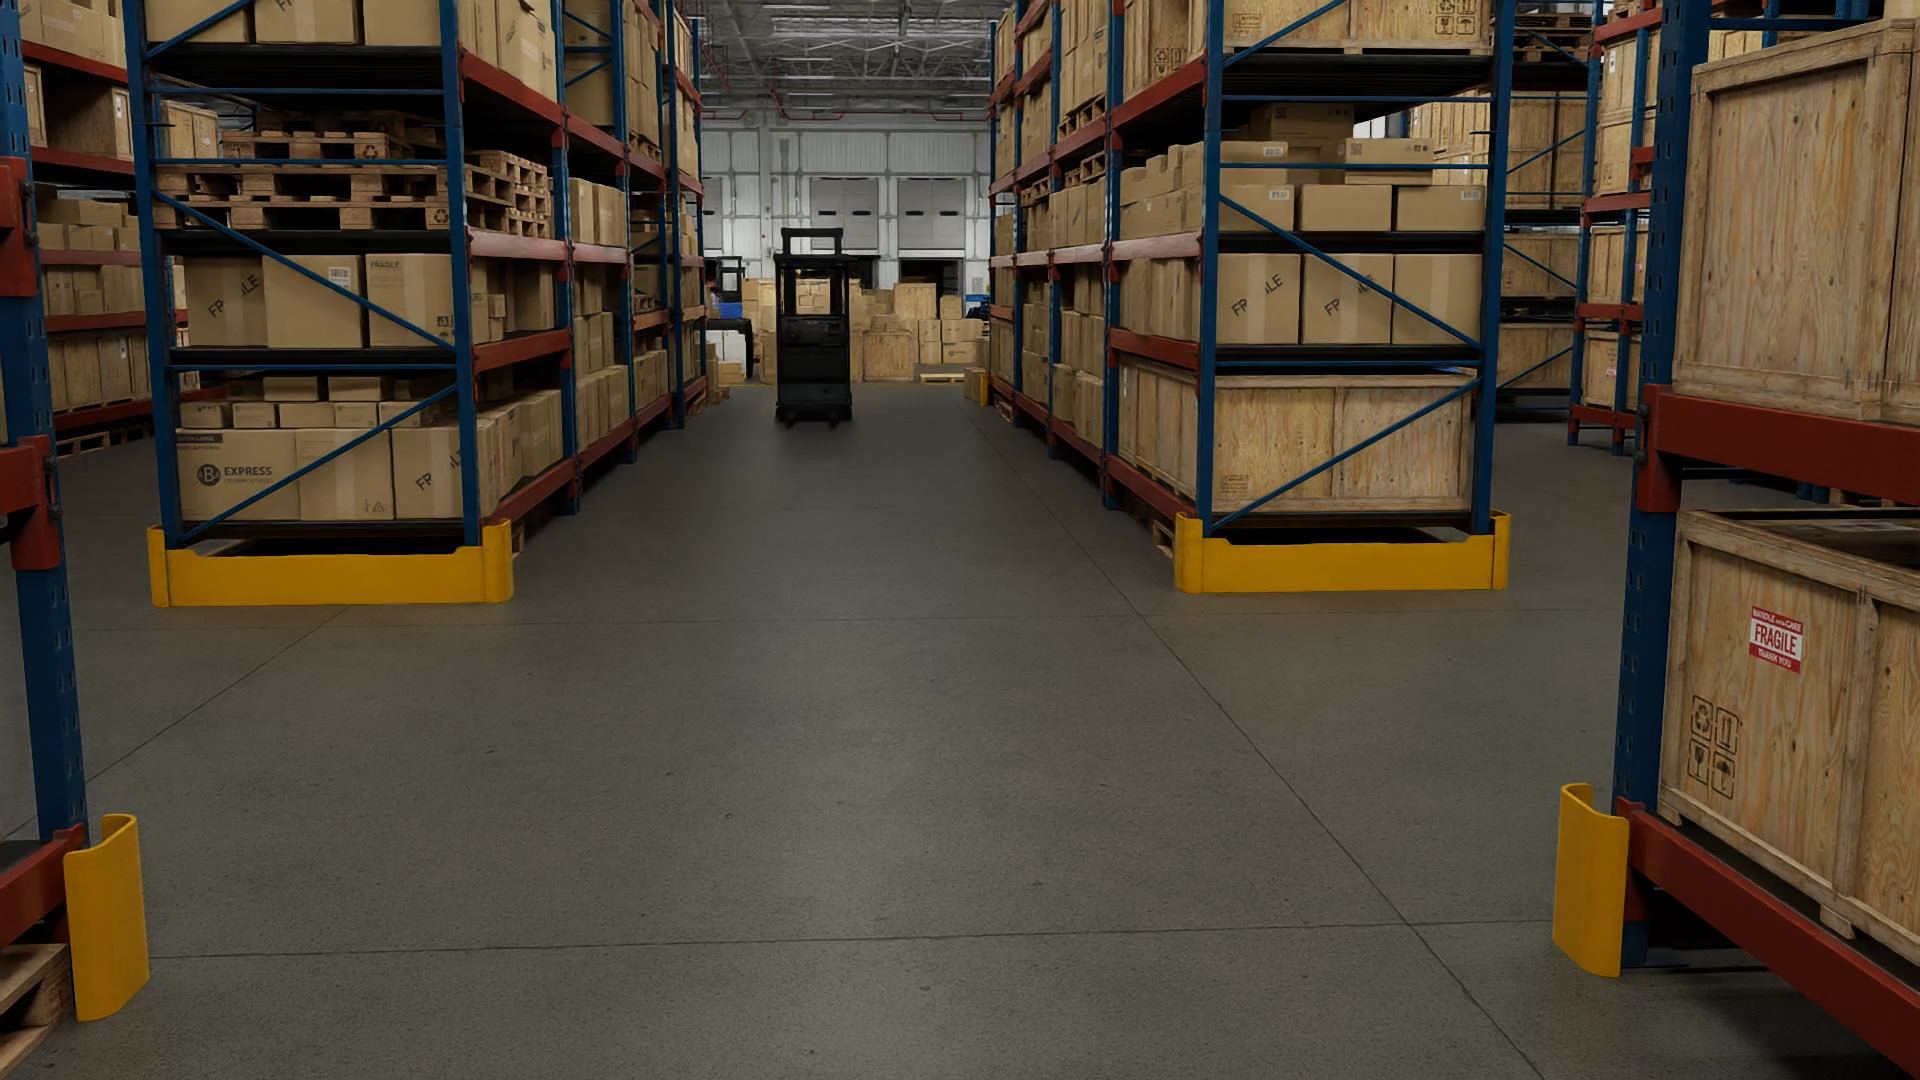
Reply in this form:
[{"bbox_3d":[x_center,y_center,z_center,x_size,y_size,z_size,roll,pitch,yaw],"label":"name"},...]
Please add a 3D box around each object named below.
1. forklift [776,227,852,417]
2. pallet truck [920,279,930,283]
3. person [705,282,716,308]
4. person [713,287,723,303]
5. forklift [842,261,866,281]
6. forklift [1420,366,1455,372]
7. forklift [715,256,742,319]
[{"bbox_3d":[-2.210,-3.306,25.087,1.129,2.768,1.873,-1,9,-4],"label":"forklift"},{"bbox_3d":[-0.932,-8.922,63.114,1.885,1.965,0.823,2,9,13],"label":"pallet truck"},{"bbox_3d":[-7.979,-7.172,52.408,0.724,1.914,0.546,-5,10,-27],"label":"person"},{"bbox_3d":[-9.106,-8.607,62.065,0.538,1.698,0.319,1,9,8],"label":"person"},{"bbox_3d":[-3.693,-8.485,57.608,1.129,2.768,1.873,-6,11,-32],"label":"forklift"},{"bbox_3d":[5.160,-2.371,19.218,1.129,2.768,1.873,2,9,13],"label":"forklift"},{"bbox_3d":[-8.574,-9.187,62.019,1.129,2.768,1.873,-1,9,-4],"label":"forklift"}]
